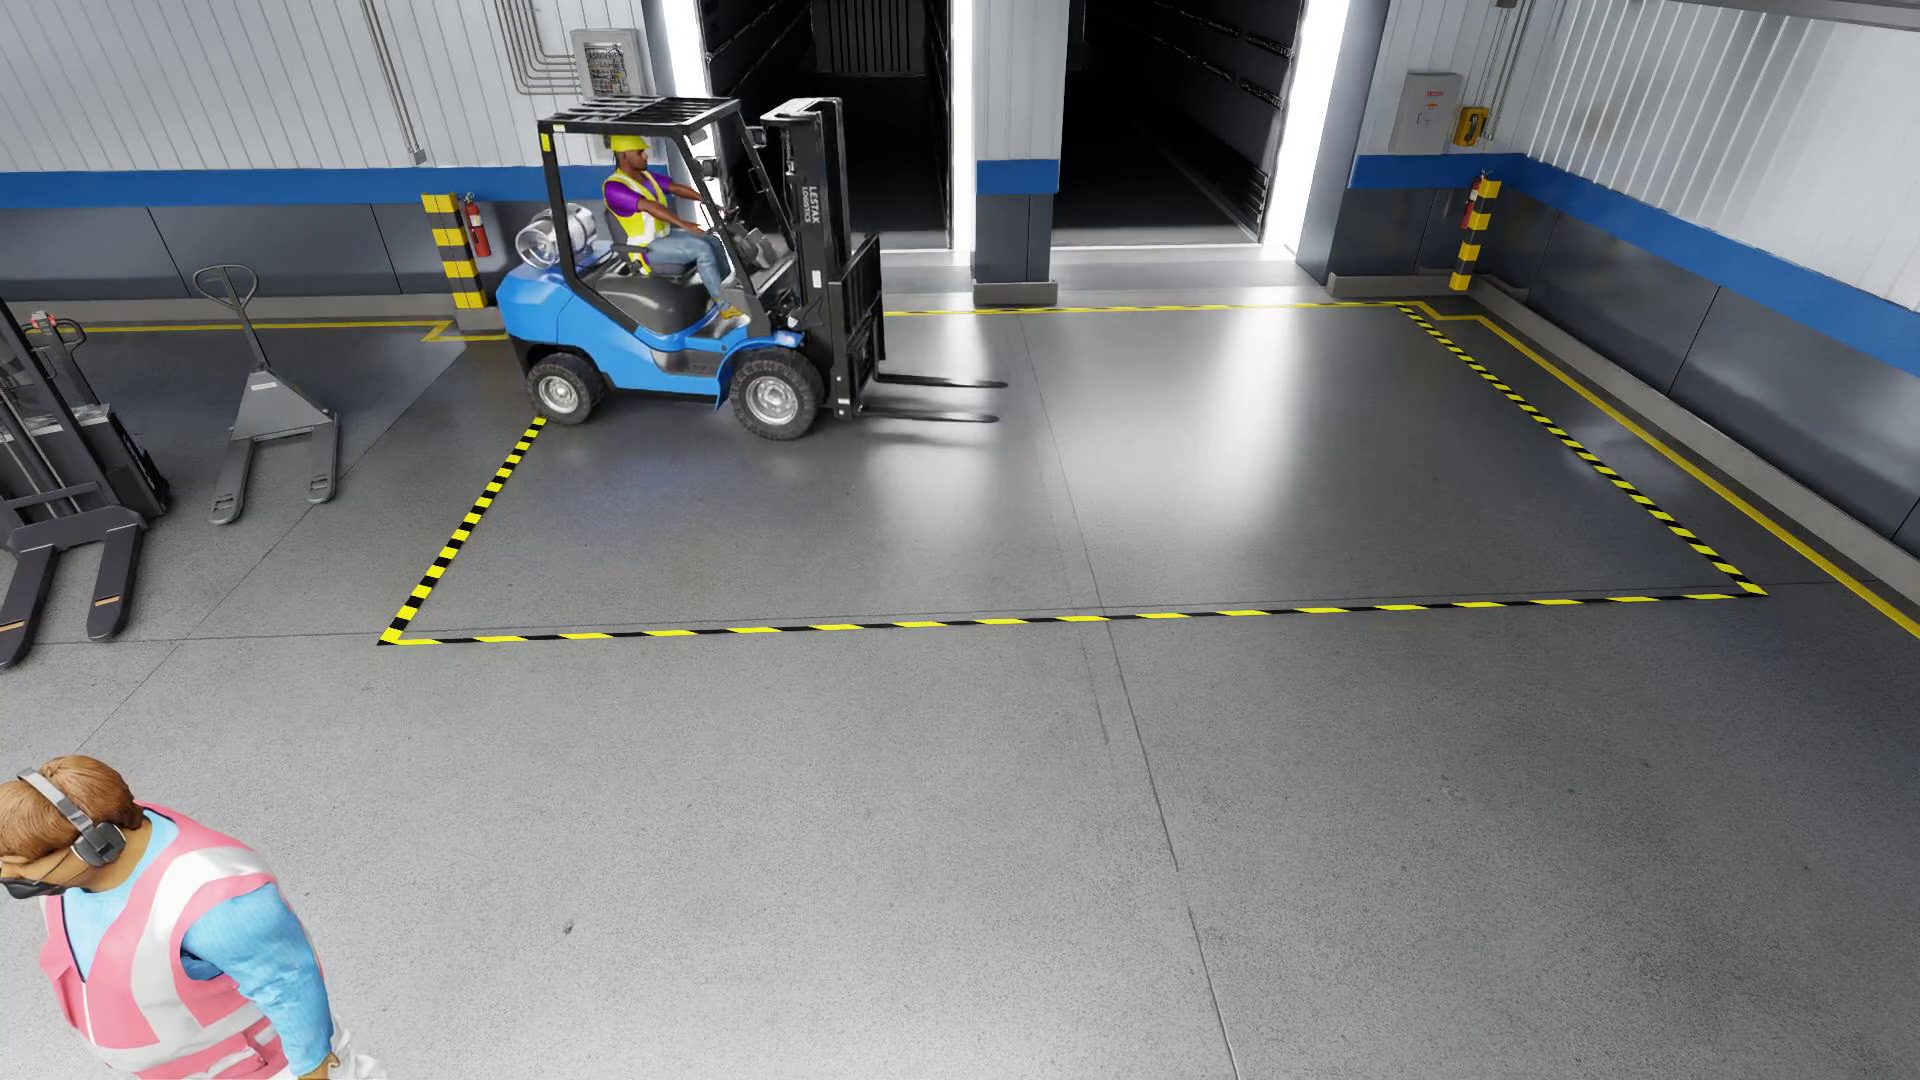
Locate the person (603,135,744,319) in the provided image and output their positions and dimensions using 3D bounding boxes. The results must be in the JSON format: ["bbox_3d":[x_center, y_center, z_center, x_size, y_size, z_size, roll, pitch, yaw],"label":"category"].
[{"bbox_3d":[-1.970,-2.255,6.591,1.004,1.294,0.635,5,35,8],"label":"person"}]

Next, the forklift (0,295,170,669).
[{"bbox_3d":[-5.212,-0.618,4.878,0.823,1.965,1.885,-20,39,-26],"label":"forklift"}]

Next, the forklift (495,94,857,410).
[{"bbox_3d":[-2.028,-2.111,6.712,2.680,2.036,1.157,5,35,8],"label":"forklift"}]

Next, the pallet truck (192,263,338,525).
[{"bbox_3d":[-4.778,-1.027,6.128,0.680,1.201,1.601,-17,38,-23],"label":"pallet truck"}]

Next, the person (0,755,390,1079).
[{"bbox_3d":[-1.865,1.233,2.354,0.628,1.843,0.429,12,37,17],"label":"person"}]
